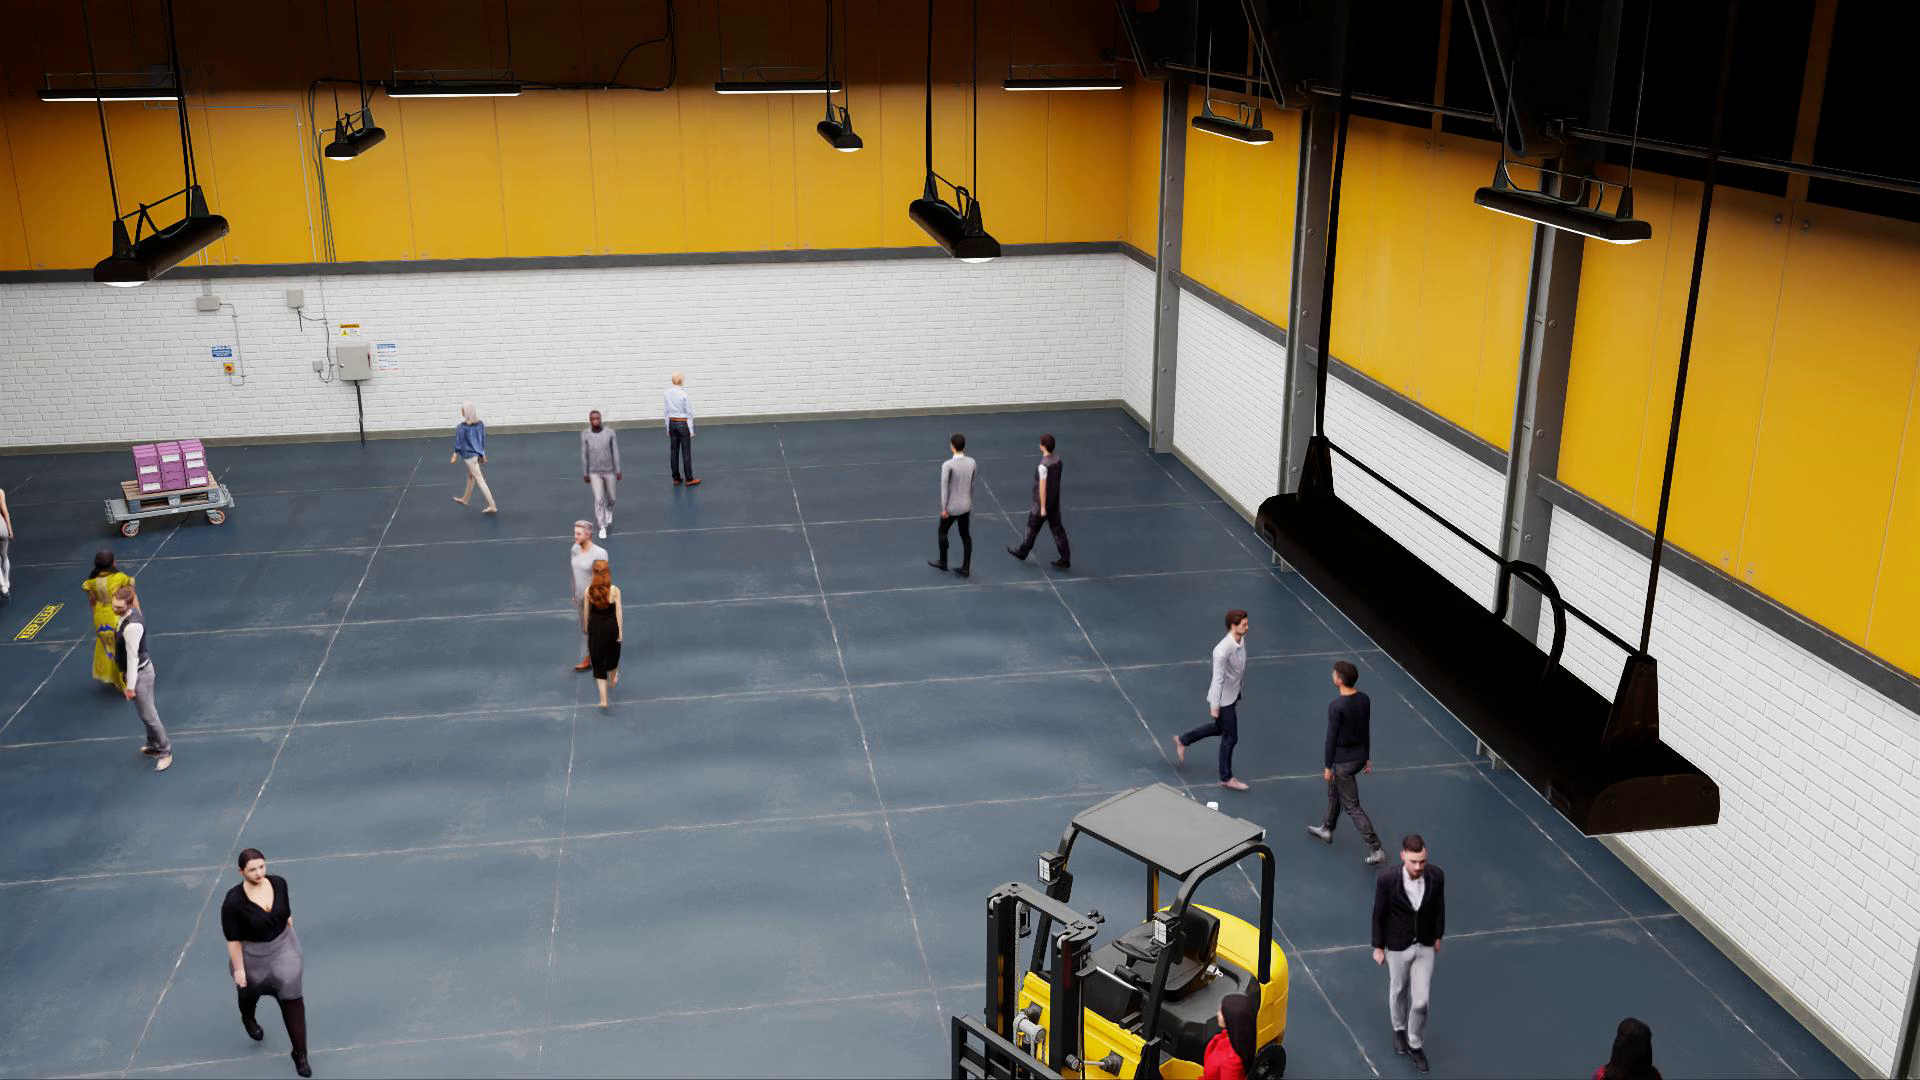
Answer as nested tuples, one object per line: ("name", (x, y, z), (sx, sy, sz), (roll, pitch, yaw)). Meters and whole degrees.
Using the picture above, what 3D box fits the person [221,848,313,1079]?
("person", (-5.073, 2.996, 11.992), (1.211, 1.715, 1.061), (17, 25, 41))

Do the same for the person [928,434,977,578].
("person", (0.029, -0.424, 21.852), (0.982, 1.903, 1.068), (-14, 23, -36))

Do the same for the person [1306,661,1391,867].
("person", (3.512, 2.022, 14.725), (1.061, 1.817, 1.308), (-14, 23, -36))

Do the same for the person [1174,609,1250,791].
("person", (2.491, 1.518, 16.222), (1.146, 1.817, 1.129), (11, 21, 29))

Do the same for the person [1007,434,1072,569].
("person", (1.246, -0.472, 22.153), (1.220, 1.803, 1.170), (12, 22, 32))

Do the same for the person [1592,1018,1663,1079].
("person", (4.009, 3.708, 10.036), (0.619, 1.614, 1.040), (-4, 19, -13))

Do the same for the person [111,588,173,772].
("person", (-8.224, 1.324, 16.667), (0.954, 1.900, 0.688), (-5, 19, -14))

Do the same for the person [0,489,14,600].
("person", (-12.273, -0.061, 21.138), (0.890, 1.672, 1.170), (-13, 23, -33))

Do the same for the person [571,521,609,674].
("person", (-4.161, 0.638, 18.819), (0.746, 1.828, 0.807), (13, 22, 33))

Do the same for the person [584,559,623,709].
("person", (-3.856, 1.051, 17.988), (0.585, 1.574, 1.119), (-3, 19, -9))

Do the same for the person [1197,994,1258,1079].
("person", (1.669, 3.563, 10.258), (0.782, 1.747, 0.696), (6, 20, 17))

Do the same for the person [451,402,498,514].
("person", (-7.099, -1.171, 24.470), (1.132, 1.649, 1.163), (9, 21, 25))

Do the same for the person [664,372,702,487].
("person", (-4.366, -1.735, 25.924), (0.732, 1.790, 0.751), (8, 20, 21))

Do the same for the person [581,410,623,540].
("person", (-5.076, -0.970, 23.604), (0.723, 1.819, 0.928), (-4, 19, -12))

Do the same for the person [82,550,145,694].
("person", (-9.283, 0.933, 18.224), (0.857, 1.648, 0.798), (0, 19, -1))

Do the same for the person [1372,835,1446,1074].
("person", (3.252, 2.898, 12.129), (0.795, 1.814, 0.850), (1, 19, 4))
